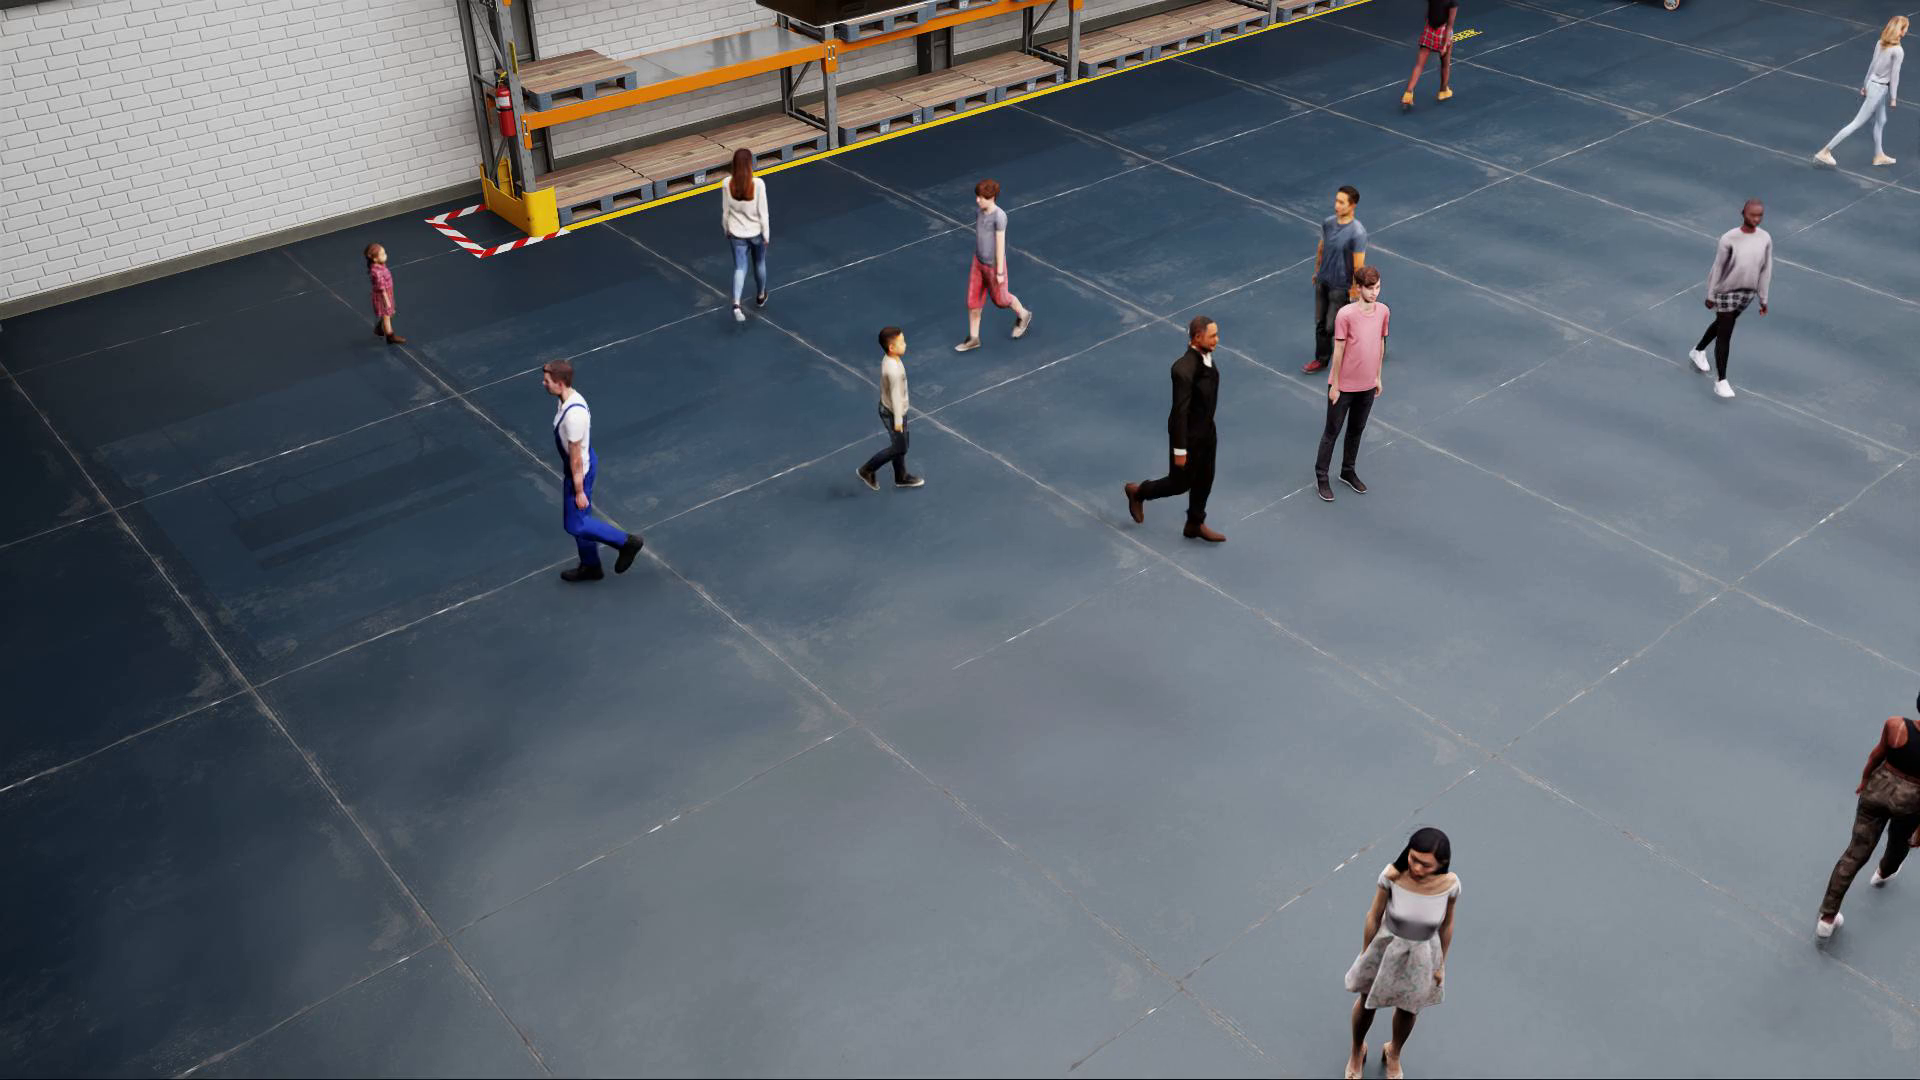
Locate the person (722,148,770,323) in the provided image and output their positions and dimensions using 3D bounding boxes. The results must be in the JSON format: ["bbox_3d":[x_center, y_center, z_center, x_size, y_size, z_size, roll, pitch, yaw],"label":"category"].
[{"bbox_3d":[-2.047,-2.890,15.894,1.042,1.668,1.134,4,34,7],"label":"person"}]

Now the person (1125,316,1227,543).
[{"bbox_3d":[1.671,-0.821,12.582,1.005,1.889,1.110,16,37,23],"label":"person"}]

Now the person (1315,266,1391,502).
[{"bbox_3d":[3.113,-1.260,13.181,0.594,1.958,0.742,-13,36,-18],"label":"person"}]

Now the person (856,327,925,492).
[{"bbox_3d":[-0.591,-1.027,13.288,0.883,1.451,0.779,-3,34,-5],"label":"person"}]

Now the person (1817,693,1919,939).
[{"bbox_3d":[5.145,1.528,9.265,1.153,1.650,0.613,-26,42,-33],"label":"person"}]

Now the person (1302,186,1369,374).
[{"bbox_3d":[3.448,-2.333,14.939,0.845,1.797,0.737,-17,37,-24],"label":"person"}]

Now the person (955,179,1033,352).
[{"bbox_3d":[0.353,-2.558,15.436,1.081,1.623,0.606,-24,40,-31],"label":"person"}]

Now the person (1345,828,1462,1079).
[{"bbox_3d":[2.203,2.098,8.295,0.779,1.773,0.829,5,34,8],"label":"person"}]

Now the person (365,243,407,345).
[{"bbox_3d":[-5.461,-2.301,15.598,0.578,1.016,0.516,-7,34,-11],"label":"person"}]

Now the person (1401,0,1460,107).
[{"bbox_3d":[5.948,-6.272,20.972,0.710,1.679,1.242,27,42,34],"label":"person"}]

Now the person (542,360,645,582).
[{"bbox_3d":[-2.676,-0.479,12.116,0.991,1.835,0.858,-8,34,-12],"label":"person"}]

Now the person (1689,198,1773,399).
[{"bbox_3d":[6.862,-2.225,14.835,1.163,1.733,1.103,-3,34,-4],"label":"person"}]

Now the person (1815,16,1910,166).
[{"bbox_3d":[10.473,-5.117,19.173,1.249,1.747,1.112,-1,34,-1],"label":"person"}]
